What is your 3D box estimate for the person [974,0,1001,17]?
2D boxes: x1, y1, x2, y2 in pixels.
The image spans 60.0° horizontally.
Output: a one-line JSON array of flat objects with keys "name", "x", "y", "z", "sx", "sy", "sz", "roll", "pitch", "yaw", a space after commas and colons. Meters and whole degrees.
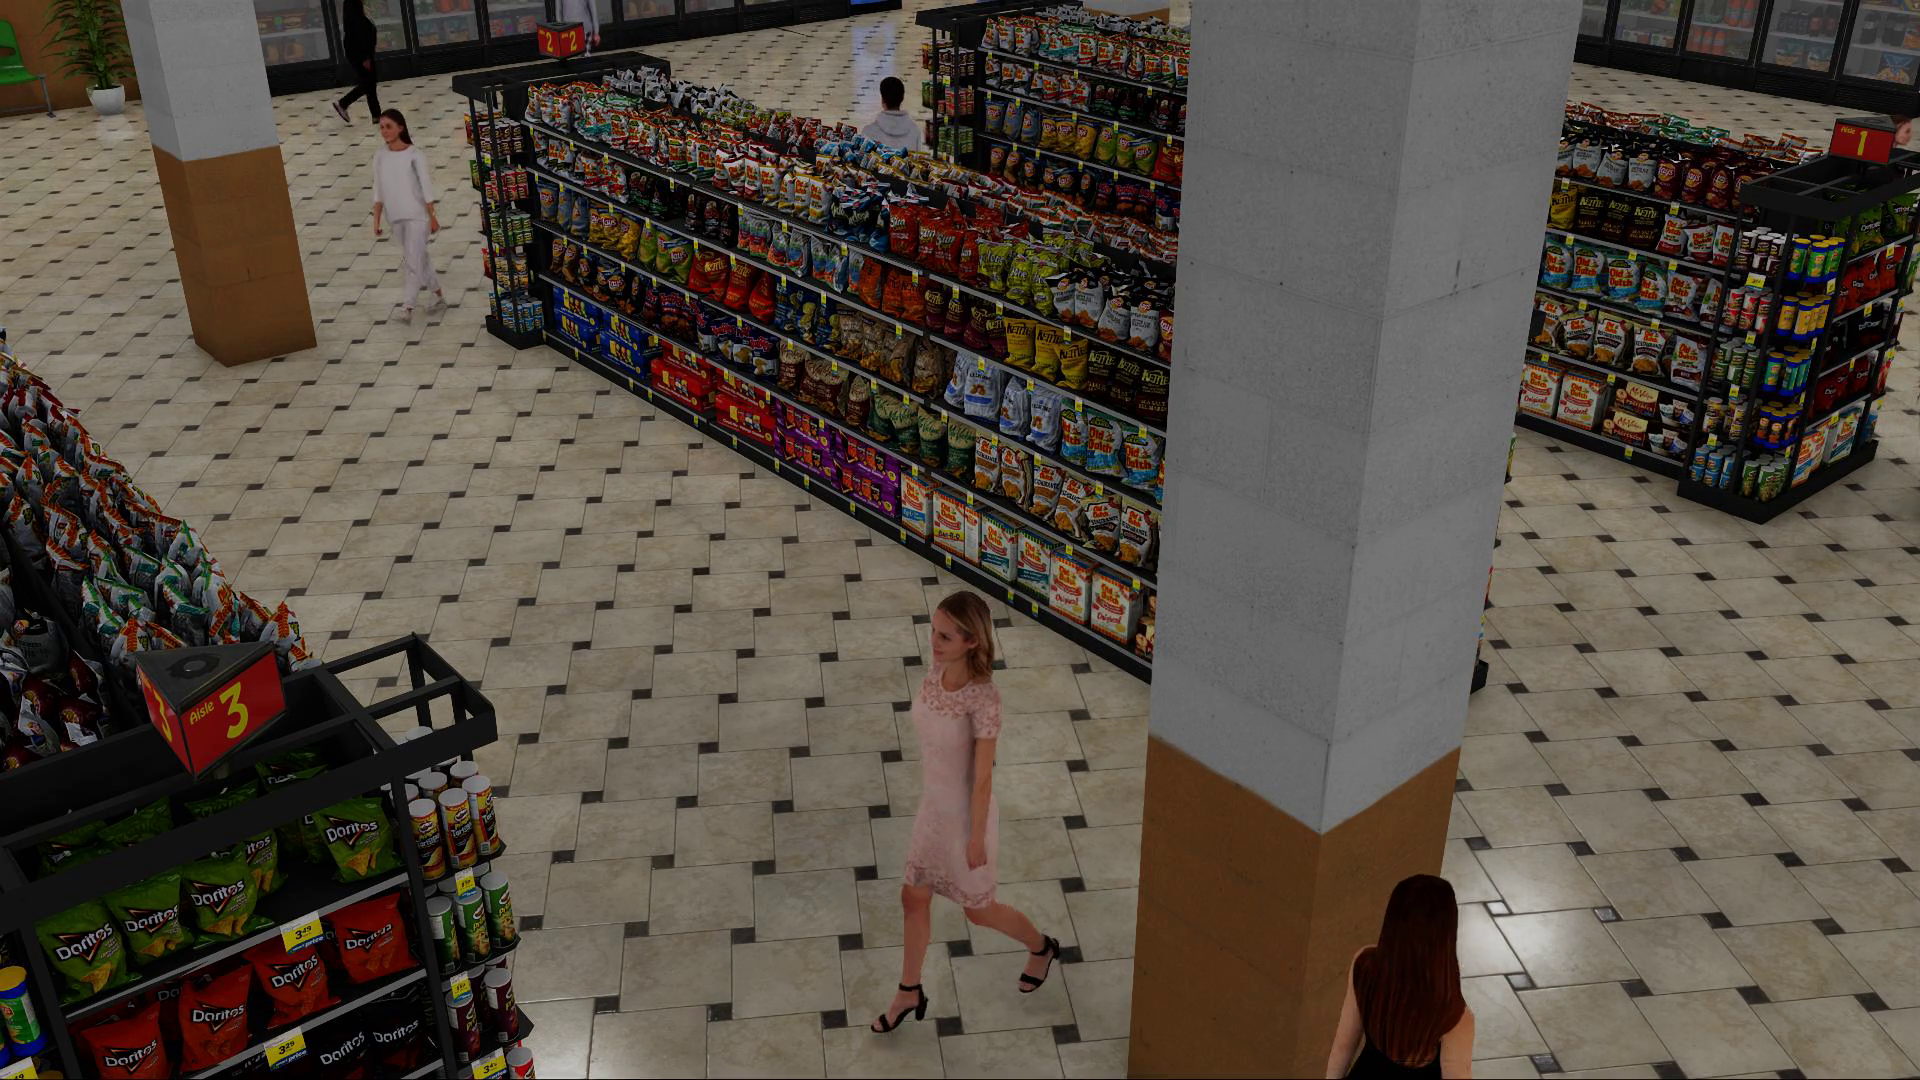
[{"name": "person", "x": 0.366, "y": -7.129, "z": 22.219, "sx": 0.614, "sy": 1.610, "sz": 0.613, "roll": -12, "pitch": 29, "yaw": -23}]

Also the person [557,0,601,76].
[{"name": "person", "x": -4.555, "y": -6.098, "z": 19.970, "sx": 1.180, "sy": 1.805, "sz": 1.126, "roll": 7, "pitch": 28, "yaw": 13}]

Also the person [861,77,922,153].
[{"name": "person", "x": -0.529, "y": -2.603, "z": 12.981, "sx": 0.793, "sy": 1.892, "sz": 1.222, "roll": -15, "pitch": 31, "yaw": -27}]

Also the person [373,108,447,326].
[{"name": "person", "x": -4.329, "y": -2.572, "z": 13.190, "sx": 1.058, "sy": 1.648, "sz": 1.029, "roll": 7, "pitch": 28, "yaw": 14}]

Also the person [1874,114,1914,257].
[{"name": "person", "x": 7.032, "y": -2.442, "z": 12.872, "sx": 0.610, "sy": 1.704, "sz": 0.509, "roll": -19, "pitch": 32, "yaw": -32}]

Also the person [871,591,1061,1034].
[{"name": "person", "x": 0.075, "y": 0.995, "z": 5.987, "sx": 0.770, "sy": 1.802, "sz": 0.981, "roll": -15, "pitch": 30, "yaw": -27}]

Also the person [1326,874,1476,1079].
[{"name": "person", "x": 1.148, "y": 1.714, "z": 4.702, "sx": 0.750, "sy": 1.682, "sz": 1.129, "roll": -17, "pitch": 31, "yaw": -29}]

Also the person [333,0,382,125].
[{"name": "person", "x": -6.972, "y": -5.566, "z": 19.148, "sx": 0.882, "sy": 1.601, "sz": 0.927, "roll": -10, "pitch": 29, "yaw": -19}]
